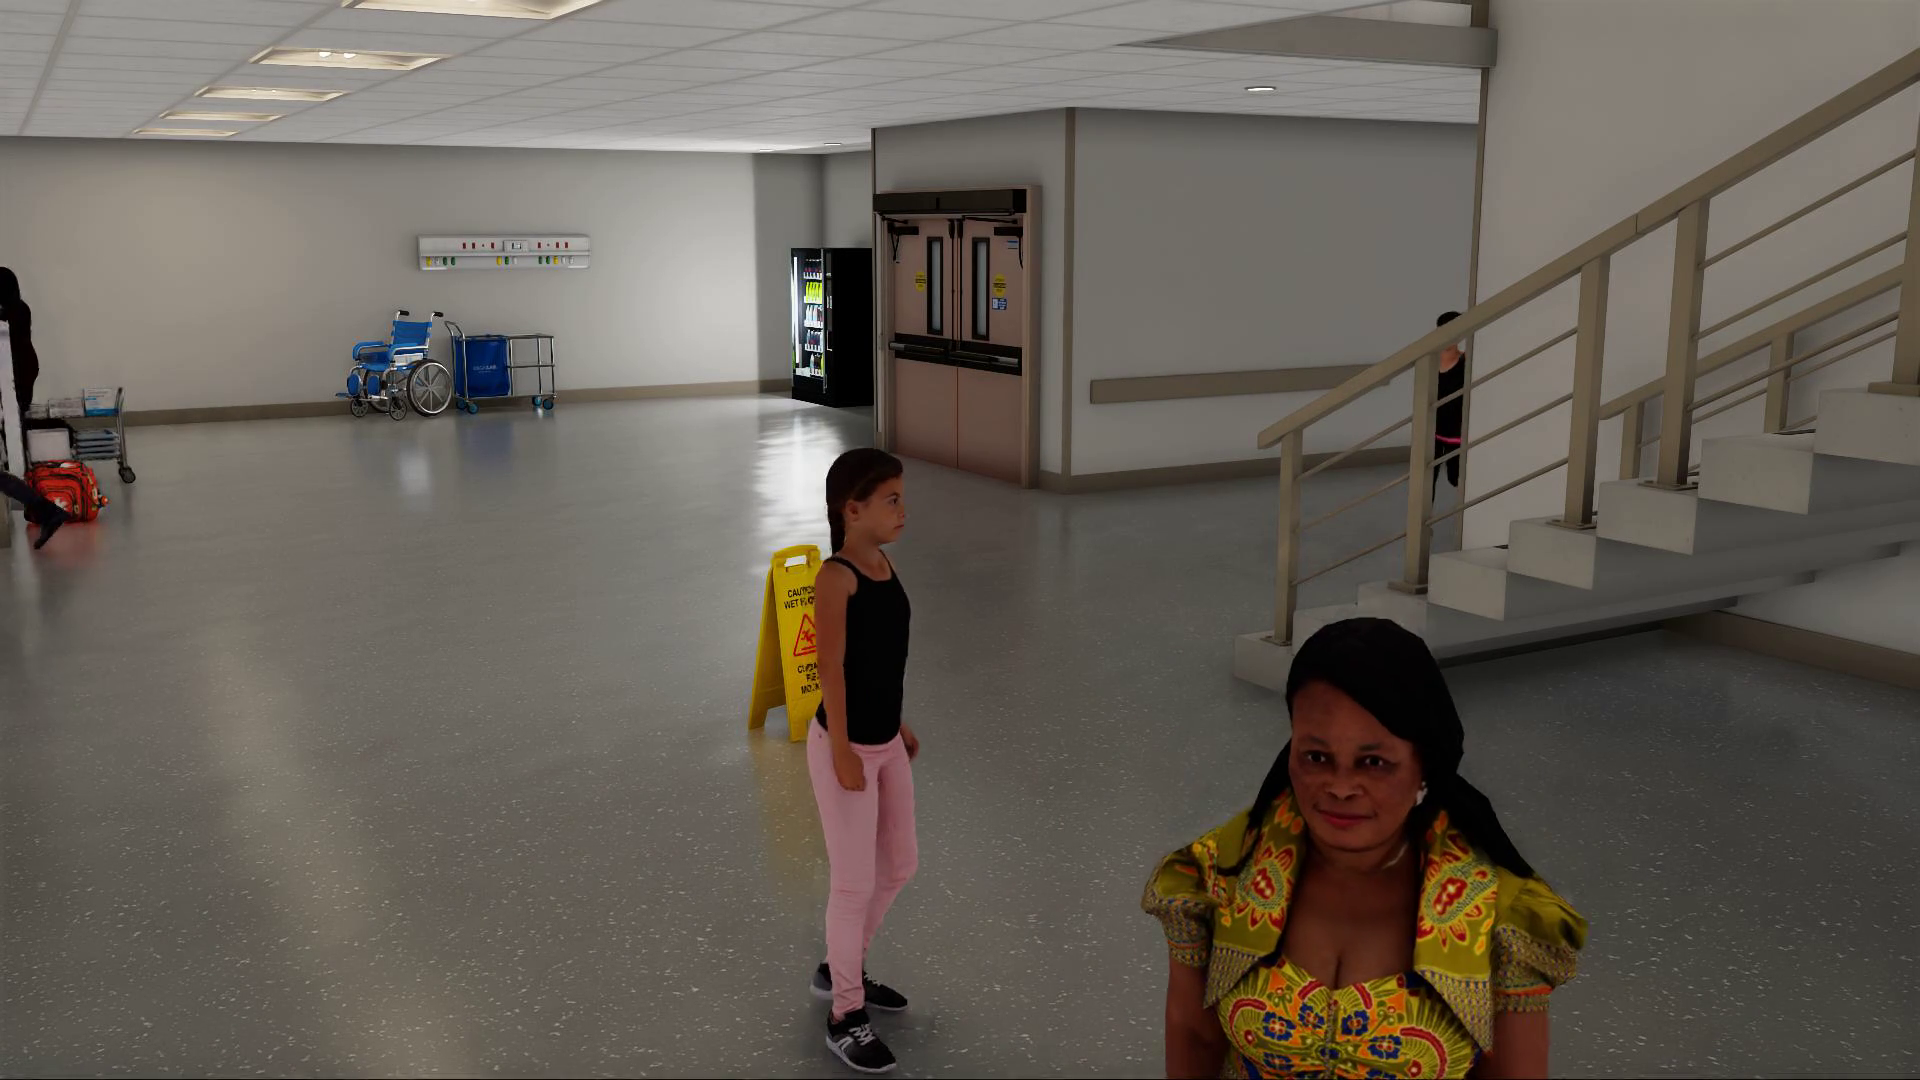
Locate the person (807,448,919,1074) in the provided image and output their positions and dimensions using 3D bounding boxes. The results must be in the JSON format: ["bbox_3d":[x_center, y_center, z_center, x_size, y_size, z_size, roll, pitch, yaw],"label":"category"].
[{"bbox_3d":[-0.269,0.540,4.280,0.773,1.557,0.725,6,12,29],"label":"person"}]

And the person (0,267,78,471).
[{"bbox_3d":[-8.057,-1.463,14.354,0.881,1.736,0.906,-2,11,-11],"label":"person"}]

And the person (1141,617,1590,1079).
[{"bbox_3d":[0.521,0.898,2.213,1.258,1.624,1.347,2,11,12],"label":"person"}]
